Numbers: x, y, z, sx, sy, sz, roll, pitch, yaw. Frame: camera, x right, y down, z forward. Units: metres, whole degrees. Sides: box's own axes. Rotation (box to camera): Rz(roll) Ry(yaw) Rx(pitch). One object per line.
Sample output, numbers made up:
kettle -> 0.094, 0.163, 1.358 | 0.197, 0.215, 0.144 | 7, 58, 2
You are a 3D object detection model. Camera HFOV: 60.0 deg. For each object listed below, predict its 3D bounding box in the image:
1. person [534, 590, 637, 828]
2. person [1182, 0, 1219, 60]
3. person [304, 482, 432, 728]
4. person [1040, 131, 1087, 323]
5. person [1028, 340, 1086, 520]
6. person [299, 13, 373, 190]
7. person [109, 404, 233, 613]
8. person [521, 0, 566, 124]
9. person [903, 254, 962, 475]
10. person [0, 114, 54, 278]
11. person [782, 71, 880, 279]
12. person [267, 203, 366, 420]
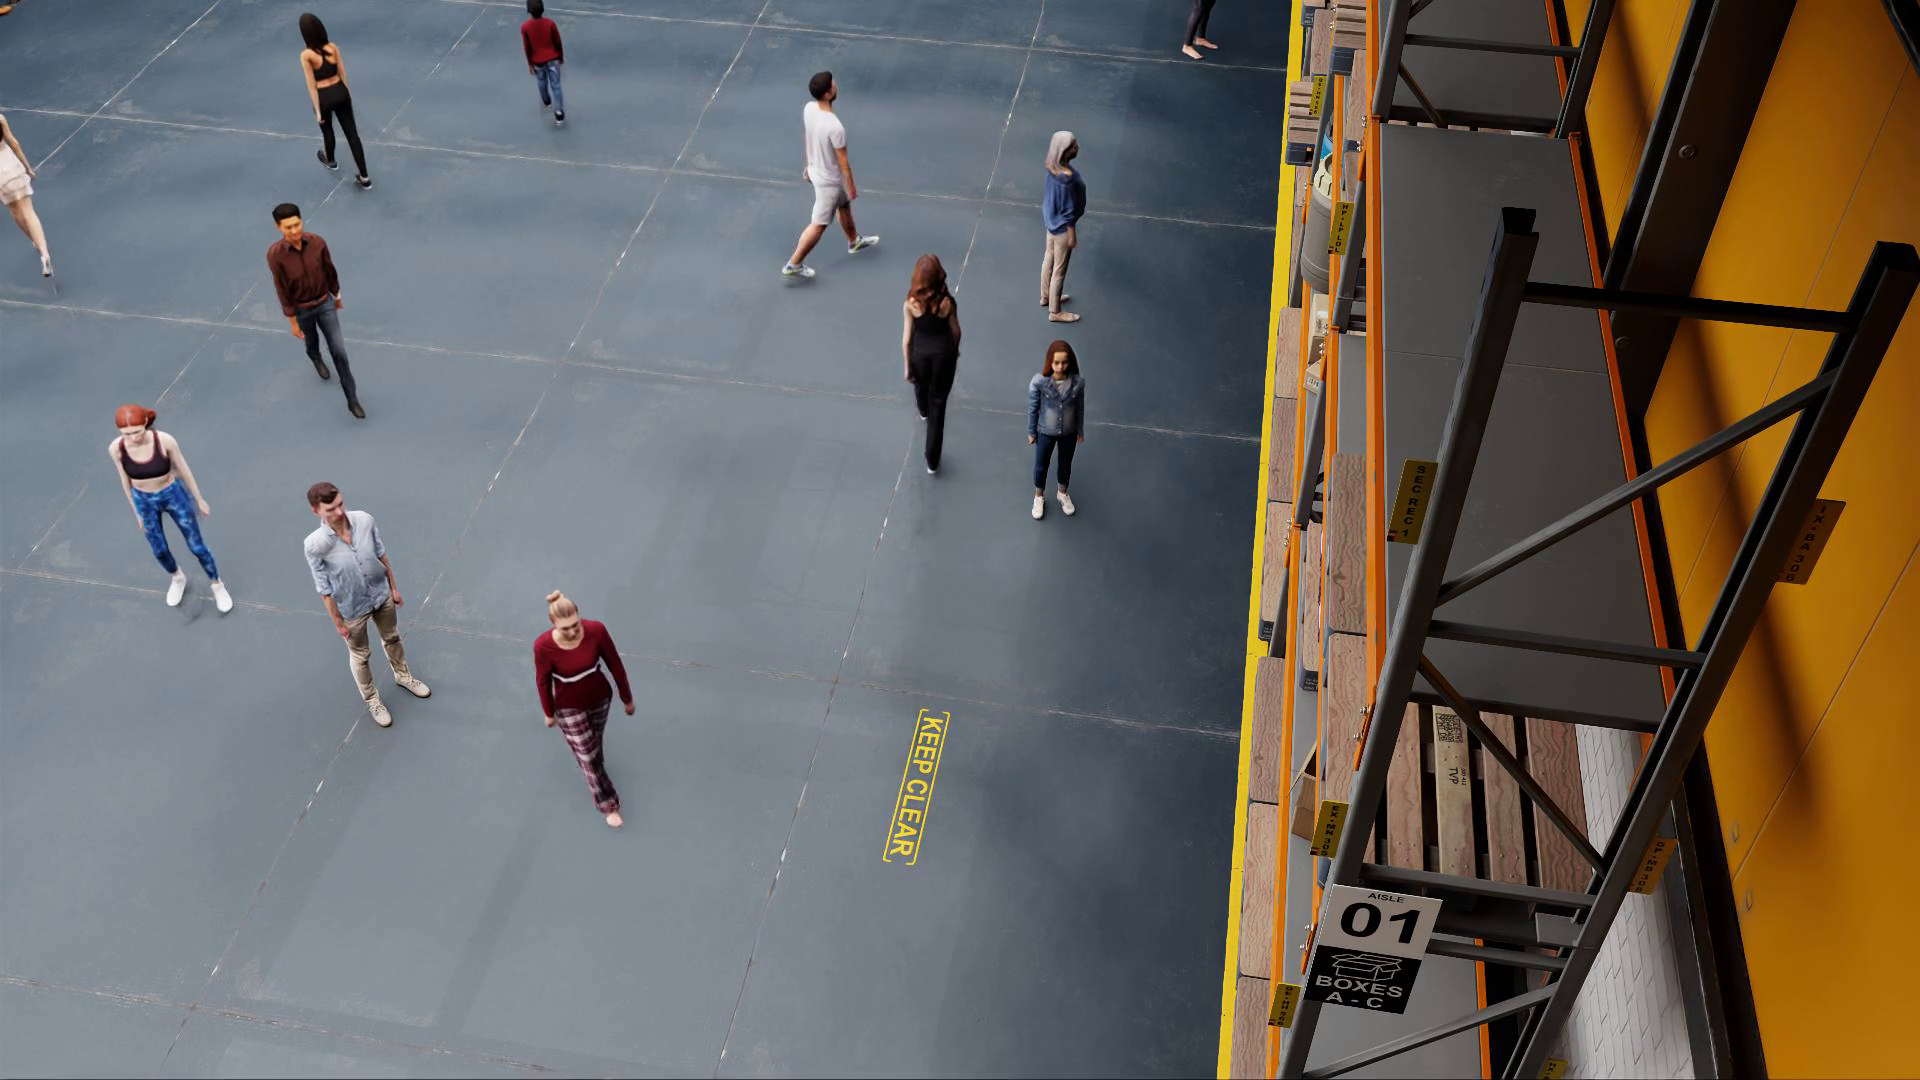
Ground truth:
person -> -2.278, 0.896, 9.905 | 0.933, 1.682, 0.994 | -25, 49, -24
person -> 2.497, -5.812, 16.884 | 0.761, 1.769, 0.626 | 25, 49, 24
person -> -3.724, 0.363, 10.344 | 0.791, 1.848, 0.669 | 29, 51, 27
person -> 0.812, -2.560, 13.529 | 0.756, 1.698, 0.642 | -11, 45, -11
person -> 0.684, -0.798, 11.831 | 0.623, 1.477, 0.607 | -7, 44, -7
person -> -5.616, -3.913, 15.002 | 0.996, 1.615, 0.988 | -33, 53, -30
person -> -5.257, -0.218, 11.016 | 0.788, 1.774, 0.804 | -12, 45, -12
person -> -3.980, -4.604, 16.004 | 0.760, 1.234, 0.950 | -12, 45, -13
person -> -0.208, -1.240, 12.137 | 0.688, 1.696, 1.130 | 1, 44, 1
person -> -7.972, -2.981, 13.959 | 1.021, 1.704, 1.069 | -25, 49, -24
person -> -1.193, -3.000, 13.901 | 1.275, 1.812, 1.254 | -23, 48, -22
person -> -4.992, -1.810, 12.703 | 1.131, 1.741, 1.208 | -25, 49, -24
